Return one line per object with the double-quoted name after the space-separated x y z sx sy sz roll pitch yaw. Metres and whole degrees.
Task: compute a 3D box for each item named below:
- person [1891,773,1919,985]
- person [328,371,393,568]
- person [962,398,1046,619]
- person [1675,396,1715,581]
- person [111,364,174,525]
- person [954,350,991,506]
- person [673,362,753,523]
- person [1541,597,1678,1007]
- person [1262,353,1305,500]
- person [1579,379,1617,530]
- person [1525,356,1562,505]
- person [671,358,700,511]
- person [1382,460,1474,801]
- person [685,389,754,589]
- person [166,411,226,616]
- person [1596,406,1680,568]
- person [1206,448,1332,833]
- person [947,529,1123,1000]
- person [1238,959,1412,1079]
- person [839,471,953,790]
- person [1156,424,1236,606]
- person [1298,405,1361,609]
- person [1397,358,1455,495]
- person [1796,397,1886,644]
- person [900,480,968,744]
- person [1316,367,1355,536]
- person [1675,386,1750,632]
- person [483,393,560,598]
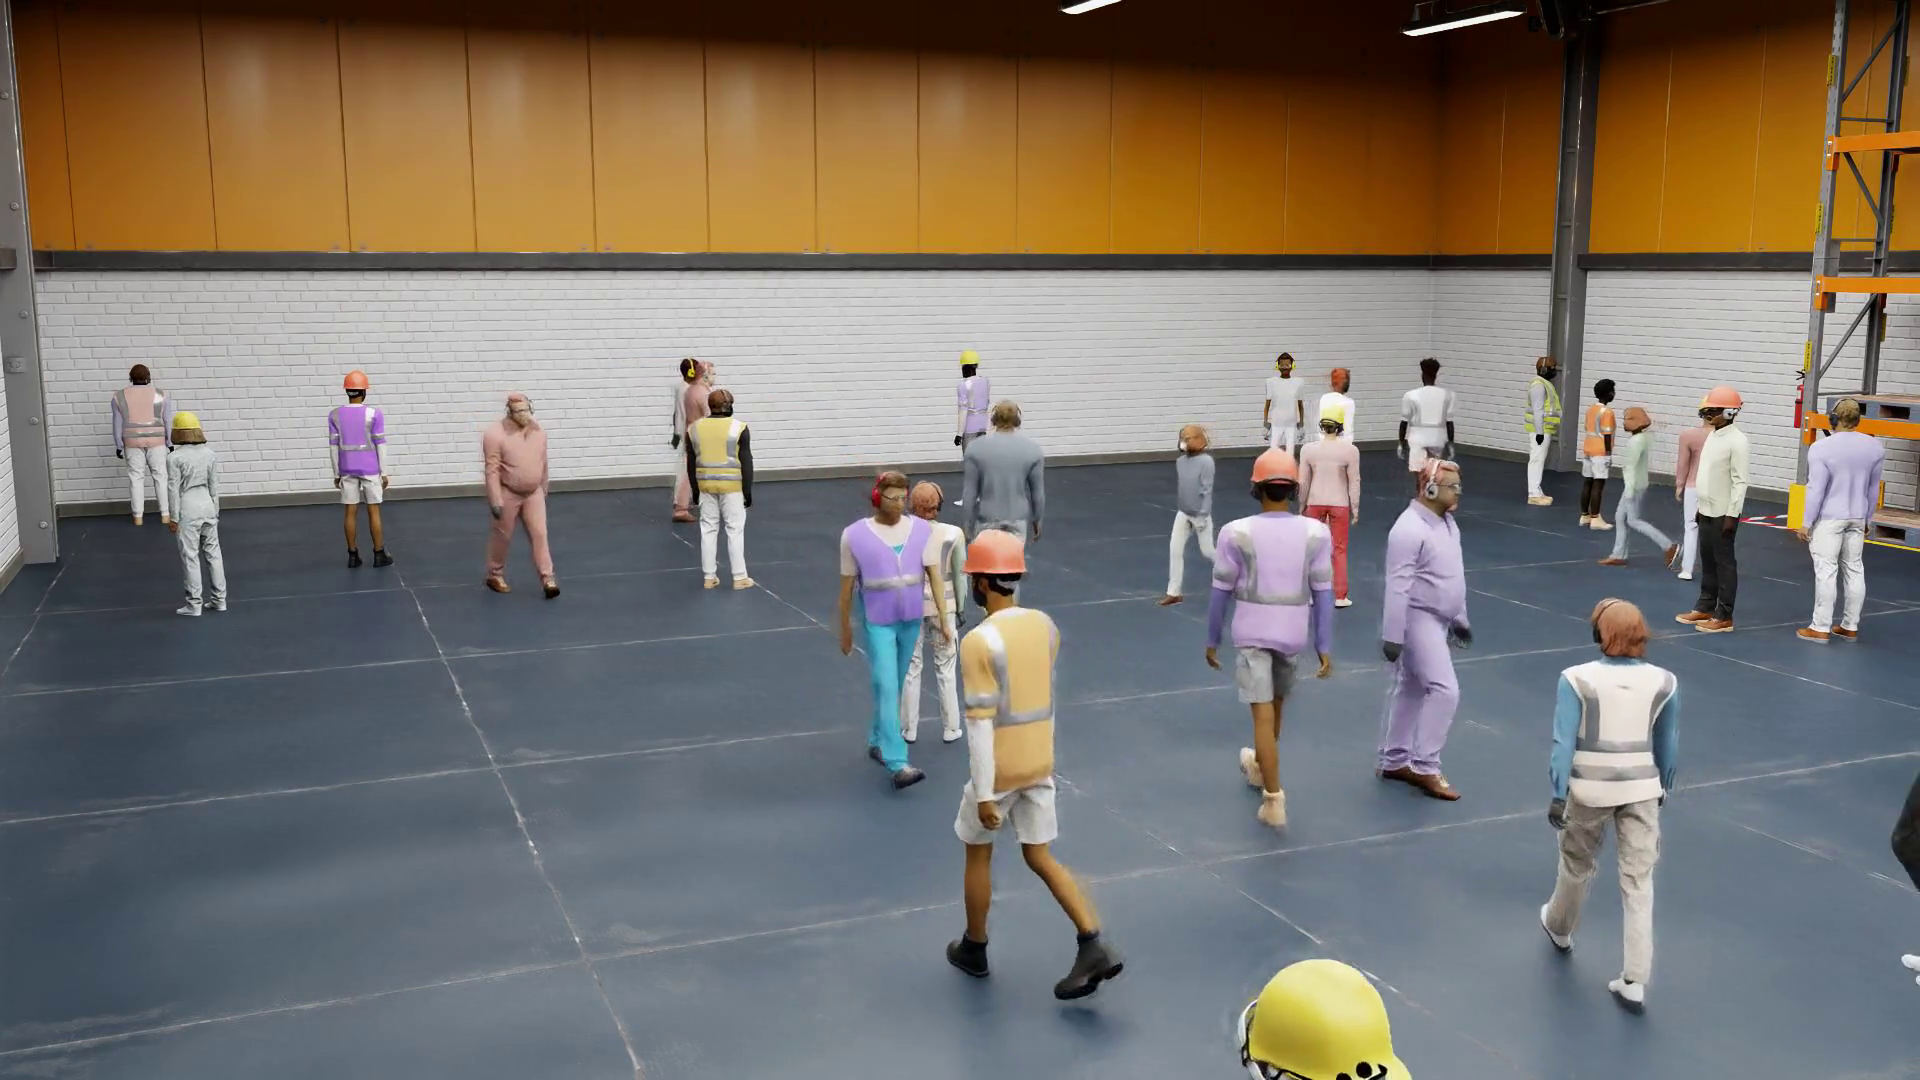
4.117 0.904 6.817 0.629 1.891 0.450 -6 11 -33 "person"
-5.886 -0.689 16.329 0.545 1.939 0.373 0 9 0 "person"
0.347 -0.155 13.123 0.662 1.924 0.441 0 9 -2 "person"
6.993 -0.485 15.610 0.527 1.767 0.331 3 10 19 "person"
-9.342 -1.092 19.064 0.637 1.842 0.429 -4 10 -24 "person"
0.141 -1.379 20.535 0.365 1.930 0.585 7 12 36 "person"
-2.891 -1.128 19.242 1.005 1.850 0.674 -4 10 -22 "person"
2.672 1.037 6.855 0.543 1.597 0.838 0 9 2 "person"
4.108 -1.439 21.080 0.537 1.869 0.314 1 9 6 "person"
7.205 -0.969 18.753 0.321 1.695 0.537 0 9 -2 "person"
7.250 -1.360 20.688 0.429 1.843 0.630 4 10 24 "person"
-3.165 -1.264 20.103 0.781 1.839 0.525 -4 10 -25 "person"
2.684 0.490 9.333 0.663 1.884 0.649 6 11 31 "person"
-2.183 -0.461 15.251 0.624 1.841 0.430 2 10 14 "person"
-6.523 -0.227 14.149 0.333 1.734 0.480 4 10 23 "person"
6.661 -0.506 16.241 0.695 1.609 0.502 5 10 27 "person"
1.646 0.495 8.992 0.630 1.984 1.031 -1 9 -5 "person"
0.267 0.918 6.711 0.549 1.908 0.836 -8 12 -41 "person"
0.623 1.598 2.950 0.601 1.776 0.936 -8 12 -39 "person"
-0.353 0.508 9.535 0.561 1.781 1.003 -5 11 -28 "person"
2.104 -0.231 14.586 0.779 1.599 0.498 -7 12 -35 "person"
3.201 -0.290 14.431 0.533 1.767 0.326 4 10 22 "person"
5.352 -1.125 19.040 0.612 1.924 1.006 0 9 -1 "person"
6.892 -0.150 13.060 0.627 1.941 0.371 -2 9 -9 "person"
-0.208 0.454 10.302 0.515 1.642 0.314 1 9 4 "person"
4.075 -0.941 18.082 0.438 1.871 0.583 -6 11 -31 "person"
6.145 -0.251 13.498 0.379 1.996 0.609 0 9 -1 "person"
-3.930 -0.393 14.837 0.684 1.855 1.024 -8 13 -42 "person"
